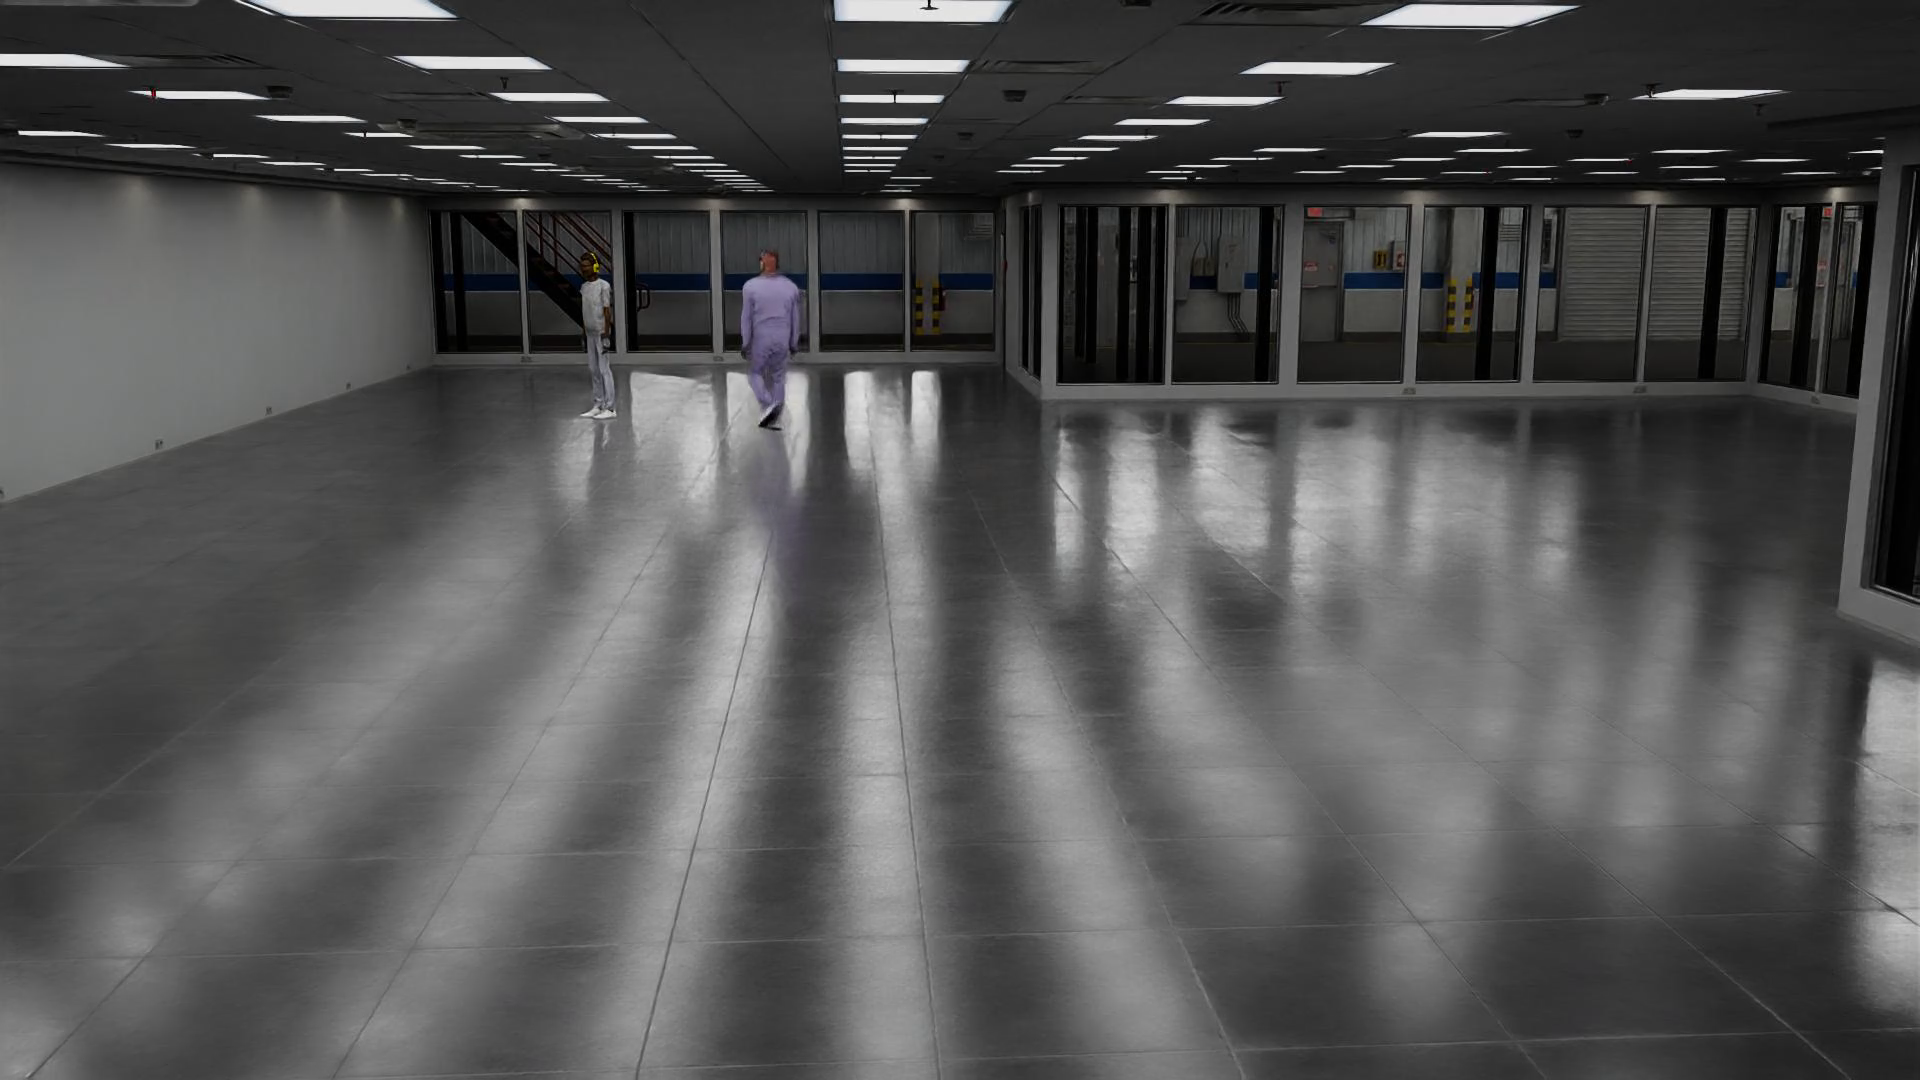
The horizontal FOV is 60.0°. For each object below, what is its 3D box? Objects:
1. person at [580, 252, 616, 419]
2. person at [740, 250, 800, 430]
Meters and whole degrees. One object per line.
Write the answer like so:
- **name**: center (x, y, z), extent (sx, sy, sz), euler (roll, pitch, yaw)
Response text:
- **person**: center (-4.075, -2.278, 18.622), extent (0.502, 1.861, 0.328), euler (9, 14, 41)
- **person**: center (-2.016, -2.098, 17.526), extent (0.676, 1.892, 0.429), euler (-6, 12, -28)
